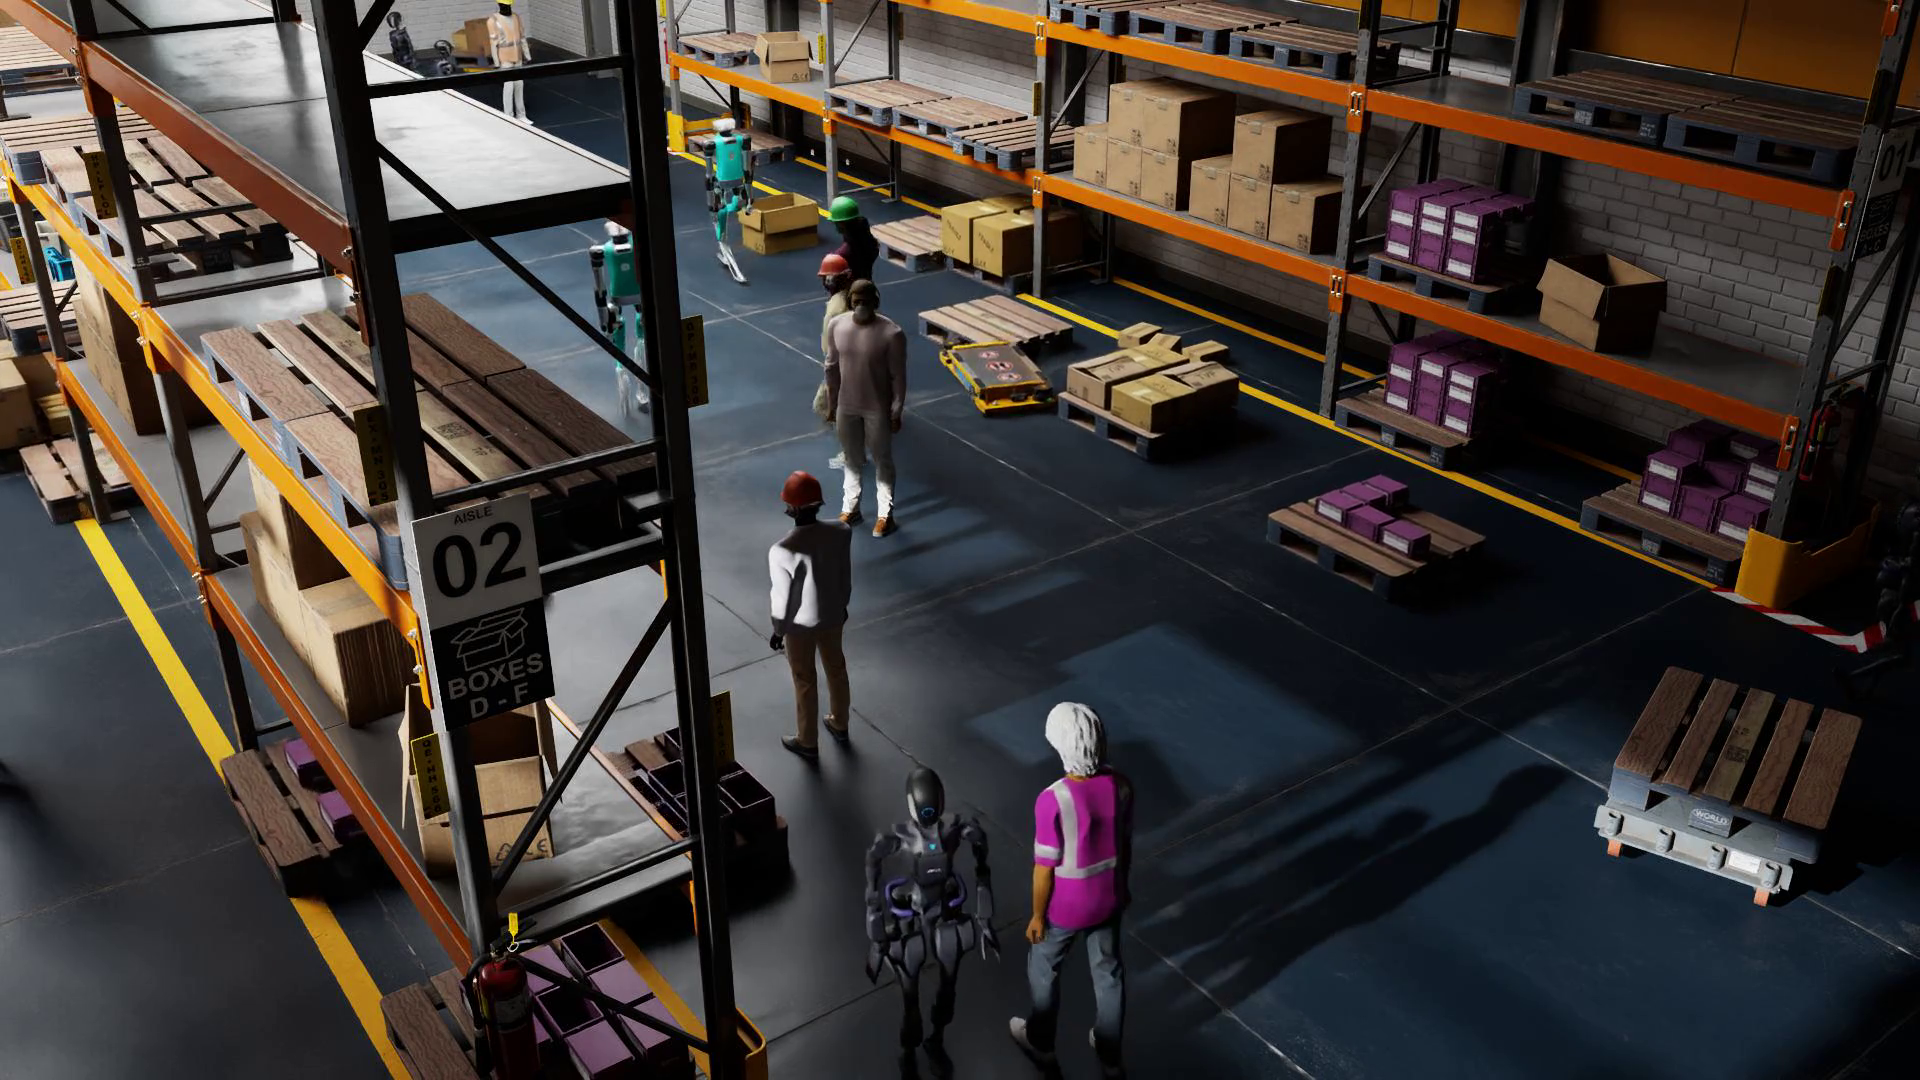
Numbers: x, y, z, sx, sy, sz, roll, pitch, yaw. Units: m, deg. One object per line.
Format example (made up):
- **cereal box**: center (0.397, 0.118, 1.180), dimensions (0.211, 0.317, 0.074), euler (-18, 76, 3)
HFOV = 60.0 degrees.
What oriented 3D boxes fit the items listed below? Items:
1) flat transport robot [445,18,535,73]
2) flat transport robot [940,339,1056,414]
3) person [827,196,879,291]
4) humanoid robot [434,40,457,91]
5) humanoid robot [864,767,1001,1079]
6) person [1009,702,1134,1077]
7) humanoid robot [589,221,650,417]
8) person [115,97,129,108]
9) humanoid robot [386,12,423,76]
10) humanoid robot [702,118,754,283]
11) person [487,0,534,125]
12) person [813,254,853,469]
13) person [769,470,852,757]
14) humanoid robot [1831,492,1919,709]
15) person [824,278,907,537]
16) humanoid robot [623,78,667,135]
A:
- **flat transport robot**: center (-7.713, -7.787, 27.477), dimensions (0.659, 0.231, 1.431), euler (0, 27, 1)
- **flat transport robot**: center (0.322, -1.491, 14.953), dimensions (0.659, 0.231, 1.431), euler (-8, 28, -15)
- **person**: center (-0.882, -1.907, 13.916), dimensions (0.430, 1.946, 0.488), euler (14, 30, 25)
- **humanoid robot**: center (-6.646, -5.721, 21.805), dimensions (0.560, 1.647, 0.589), euler (-16, 31, -28)
- **humanoid robot**: center (-0.114, 1.665, 7.111), dimensions (0.592, 1.650, 0.378), euler (-8, 28, -15)
- **person**: center (0.494, 1.525, 7.240), dimensions (0.541, 1.821, 0.598), euler (-15, 30, -27)
- **humanoid robot**: center (-2.847, -1.876, 14.185), dimensions (0.560, 1.872, 0.757), euler (-9, 28, -17)
- **person**: center (-10.473, -5.315, 20.659), dimensions (0.420, 1.986, 0.617), euler (7, 27, 13)
- **humanoid robot**: center (-7.860, -6.695, 23.741), dimensions (0.608, 1.637, 0.443), euler (22, 34, 37)
- **humanoid robot**: center (-2.517, -3.625, 17.626), dimensions (0.543, 1.765, 1.045), euler (-15, 30, -27)
- **person**: center (-6.449, -6.925, 23.925), dimensions (0.412, 1.924, 0.592), euler (17, 31, 30)
- **person**: center (-0.950, -1.390, 13.119), dimensions (0.408, 1.729, 0.582), euler (4, 27, 9)
- **person**: center (-0.859, 0.417, 9.501), dimensions (0.560, 1.752, 0.325), euler (-22, 34, -37)
- **humanoid robot**: center (5.573, 0.263, 9.905), dimensions (0.405, 1.646, 0.609), euler (17, 31, 29)
- **person**: center (-0.687, -0.960, 12.040), dimensions (0.629, 1.940, 0.372), euler (10, 28, 18)
- **humanoid robot**: center (-3.891, -4.970, 20.321), dimensions (0.535, 1.766, 1.039), euler (-12, 29, -22)
